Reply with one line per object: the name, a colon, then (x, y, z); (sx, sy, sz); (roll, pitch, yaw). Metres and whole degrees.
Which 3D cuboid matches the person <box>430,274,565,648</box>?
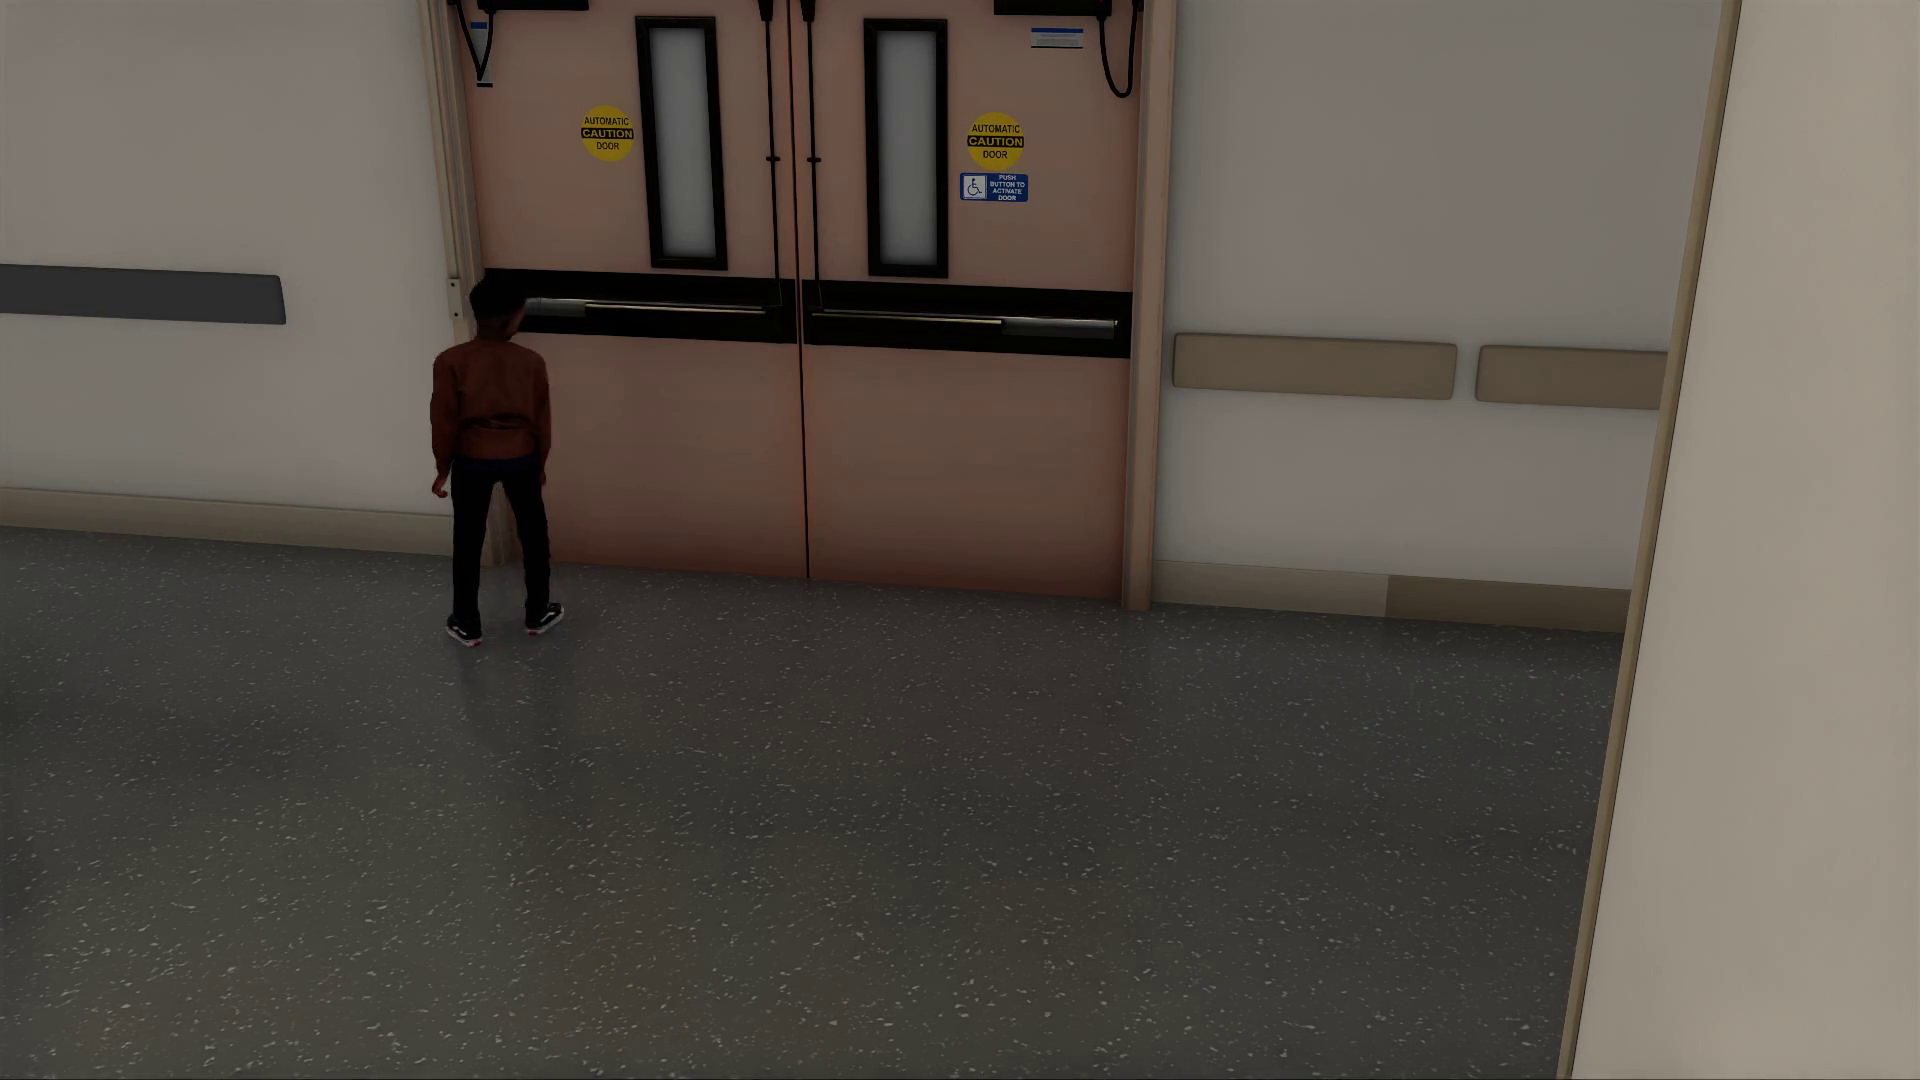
person: (-1.520, -0.253, 5.512); (0.581, 1.231, 0.688); (-15, 25, -34)
